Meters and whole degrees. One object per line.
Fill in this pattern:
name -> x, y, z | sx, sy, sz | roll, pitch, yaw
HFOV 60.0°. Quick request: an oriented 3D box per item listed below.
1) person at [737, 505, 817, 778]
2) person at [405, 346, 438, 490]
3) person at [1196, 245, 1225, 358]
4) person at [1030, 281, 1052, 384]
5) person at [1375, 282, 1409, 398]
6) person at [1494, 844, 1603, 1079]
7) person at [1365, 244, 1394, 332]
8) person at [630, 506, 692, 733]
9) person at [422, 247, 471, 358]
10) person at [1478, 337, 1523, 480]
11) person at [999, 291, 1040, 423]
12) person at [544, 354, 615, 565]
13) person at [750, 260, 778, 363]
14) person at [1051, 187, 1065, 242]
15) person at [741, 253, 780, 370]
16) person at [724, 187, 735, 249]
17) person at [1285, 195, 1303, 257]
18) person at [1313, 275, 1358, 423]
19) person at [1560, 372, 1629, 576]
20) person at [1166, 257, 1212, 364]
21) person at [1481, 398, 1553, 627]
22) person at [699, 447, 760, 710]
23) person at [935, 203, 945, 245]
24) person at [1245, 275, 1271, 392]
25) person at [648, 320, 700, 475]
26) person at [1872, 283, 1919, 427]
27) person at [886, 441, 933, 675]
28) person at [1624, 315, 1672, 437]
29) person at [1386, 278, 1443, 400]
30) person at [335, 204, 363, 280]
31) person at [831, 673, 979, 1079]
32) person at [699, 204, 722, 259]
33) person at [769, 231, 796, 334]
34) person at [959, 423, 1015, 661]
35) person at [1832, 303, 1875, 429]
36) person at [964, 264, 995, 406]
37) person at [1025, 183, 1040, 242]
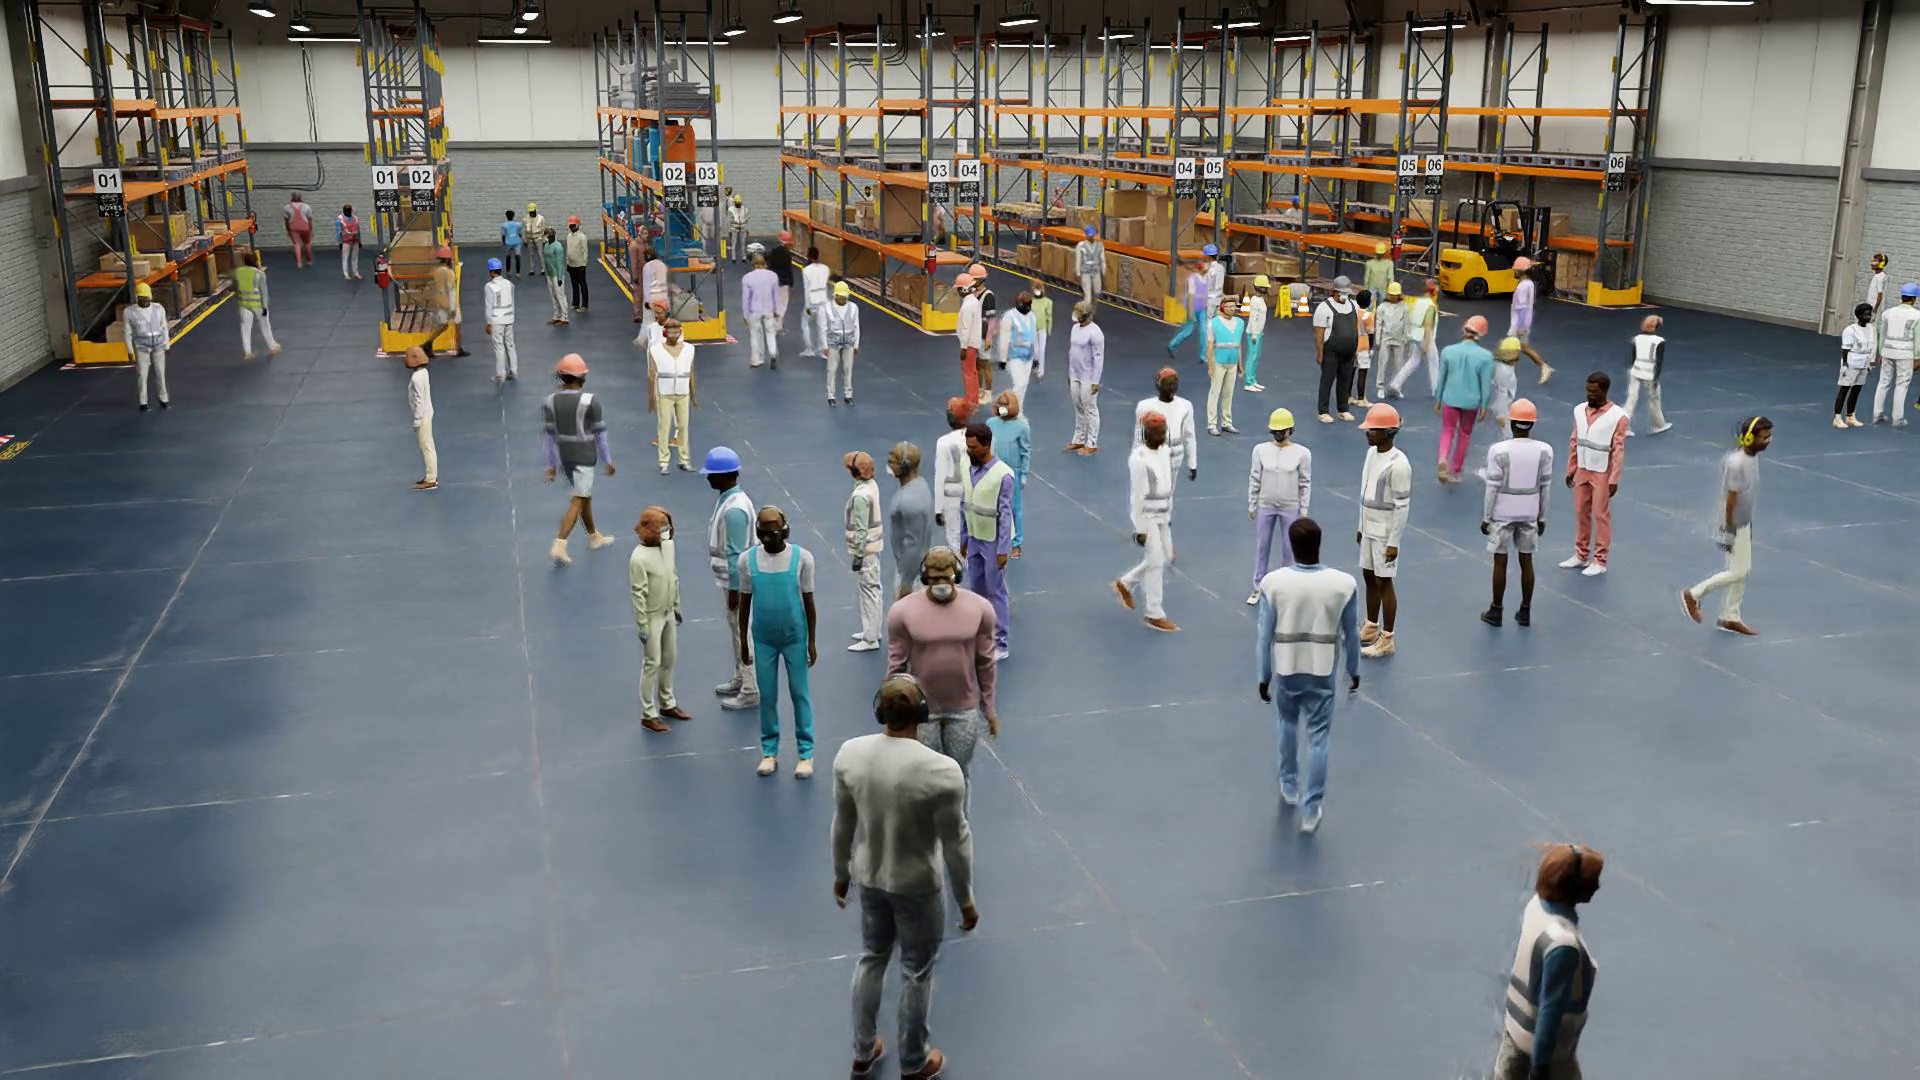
person -> -1.189, 0.657, 10.872 | 0.518, 1.835, 0.354 | 1, 15, 4
person -> -6.147, -1.394, 18.963 | 0.280, 1.633, 0.502 | -3, 15, -10
person -> 4.291, -4.078, 28.482 | 0.415, 1.939, 0.610 | 12, 19, 37
person -> 1.201, -3.304, 26.226 | 0.500, 1.592, 0.852 | 2, 15, 7
person -> 6.400, -2.954, 24.650 | 0.489, 1.731, 0.324 | -1, 15, -3
person -> 2.312, 1.930, 6.539 | 0.851, 1.591, 0.529 | 2, 15, 8
person -> 7.856, -4.685, 31.206 | 0.531, 1.709, 0.928 | 2, 15, 9
person -> -2.124, 0.546, 11.684 | 0.283, 1.624, 0.509 | 6, 16, 20
person -> -8.805, -4.030, 28.353 | 0.548, 1.916, 0.797 | 12, 19, 38
person -> 6.261, -1.462, 19.040 | 0.349, 1.715, 0.506 | 6, 16, 23
person -> 0.826, -2.481, 22.695 | 0.451, 1.822, 0.640 | 13, 19, 40
person -> -3.707, -0.782, 15.966 | 0.606, 2.007, 1.030 | 8, 17, 27
person -> -3.308, -3.849, 27.993 | 0.492, 1.740, 0.325 | -7, 17, -26
person -> 2.822, -9.096, 47.415 | 0.408, 1.911, 0.649 | 4, 15, 15
person -> -3.234, -3.707, 27.106 | 0.658, 1.924, 0.569 | -6, 16, -20
person -> -6.771, -9.503, 49.090 | 0.350, 1.839, 0.504 | -2, 15, -6
person -> 8.582, -7.854, 42.675 | 0.613, 1.946, 0.407 | -10, 18, -33
person -> 5.200, -2.628, 22.826 | 0.684, 2.000, 0.535 | -8, 17, -26
person -> 5.943, -0.631, 15.576 | 0.409, 1.908, 0.597 | -8, 17, -26
person -> 3.930, -3.891, 28.062 | 0.574, 1.794, 0.892 | -14, 20, -41
person -> 4.660, -0.228, 13.995 | 0.551, 1.934, 0.373 | 0, 15, -1
person -> -1.661, 0.269, 12.131 | 0.420, 1.937, 0.608 | -4, 15, -13
person -> -0.646, -9.979, 50.714 | 0.385, 1.930, 0.539 | 3, 15, 12
person -> 4.532, -3.145, 25.312 | 0.340, 1.761, 0.527 | 6, 16, 20
person -> -3.404, -1.689, 19.717 | 0.640, 1.848, 0.402 | -8, 17, -26
person -> 12.780, -2.517, 22.614 | 0.416, 1.939, 0.597 | -7, 16, -25
person -> -0.368, 0.217, 12.323 | 0.363, 1.938, 0.634 | 0, 15, 1
person -> 9.057, -2.153, 21.885 | 0.865, 1.584, 0.537 | -8, 17, -28
person -> 6.795, -2.948, 24.482 | 0.895, 1.814, 0.573 | -2, 15, -9
person -> -14.970, -7.310, 40.834 | 0.430, 1.839, 0.626 | 11, 19, 37
person -> -0.255, 1.531, 7.409 | 0.697, 1.926, 0.374 | 8, 17, 29
person -> -6.925, -8.691, 46.024 | 0.669, 1.850, 0.916 | 3, 15, 11
person -> -3.357, -4.844, 31.353 | 0.458, 1.944, 0.709 | -13, 20, -41
person -> 0.207, 0.008, 13.172 | 0.411, 1.908, 0.593 | -11, 19, -37
person -> 12.089, -2.349, 22.435 | 0.541, 1.695, 0.316 | -6, 16, -23
person -> 0.265, -2.974, 24.129 | 0.389, 2.039, 0.614 | -8, 17, -27
person -> 2.240, -10.184, 51.623 | 0.521, 1.857, 0.343 | 6, 16, 20
